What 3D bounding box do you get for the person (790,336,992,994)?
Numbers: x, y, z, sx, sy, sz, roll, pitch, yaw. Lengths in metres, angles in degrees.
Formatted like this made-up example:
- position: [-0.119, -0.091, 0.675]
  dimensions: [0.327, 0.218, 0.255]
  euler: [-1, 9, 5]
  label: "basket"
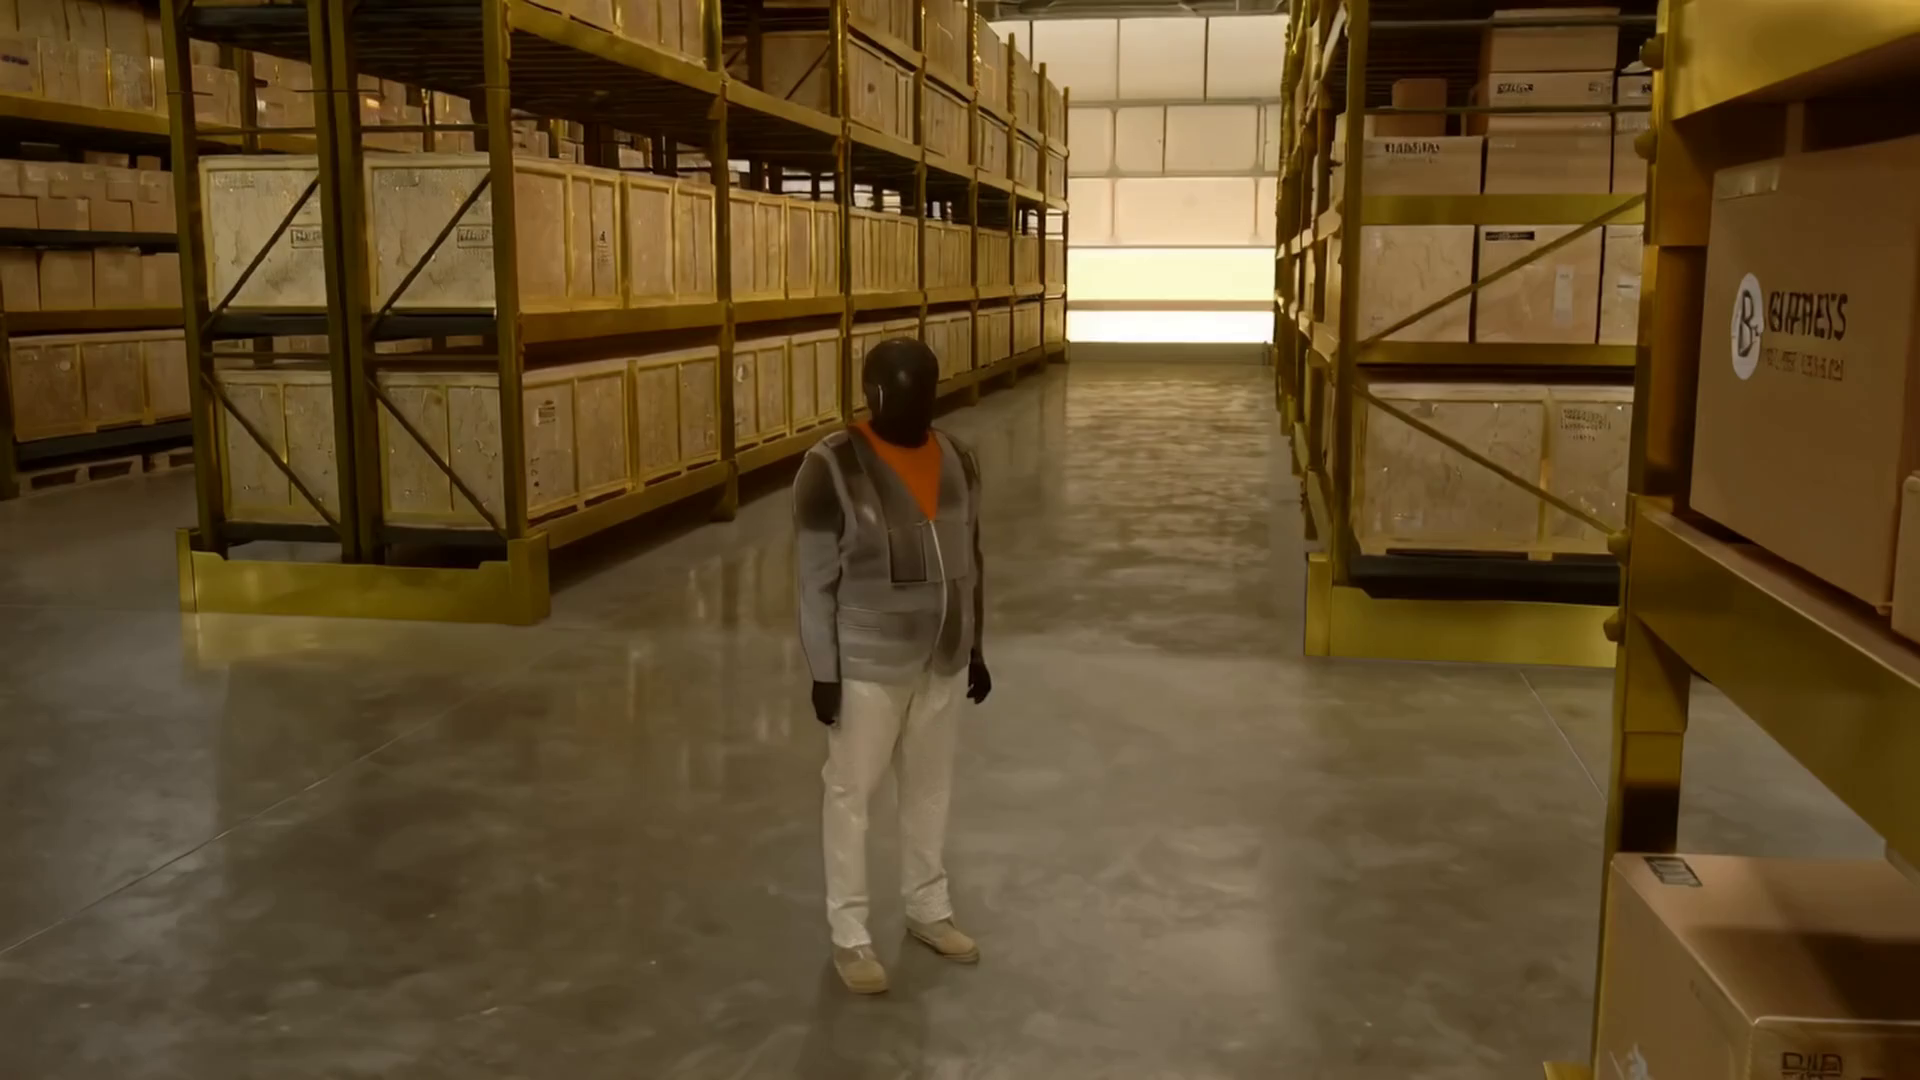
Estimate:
- position: [-0.165, 0.345, 4.762]
  dimensions: [0.621, 1.845, 0.429]
  euler: [-7, 11, -36]
  label: "person"
